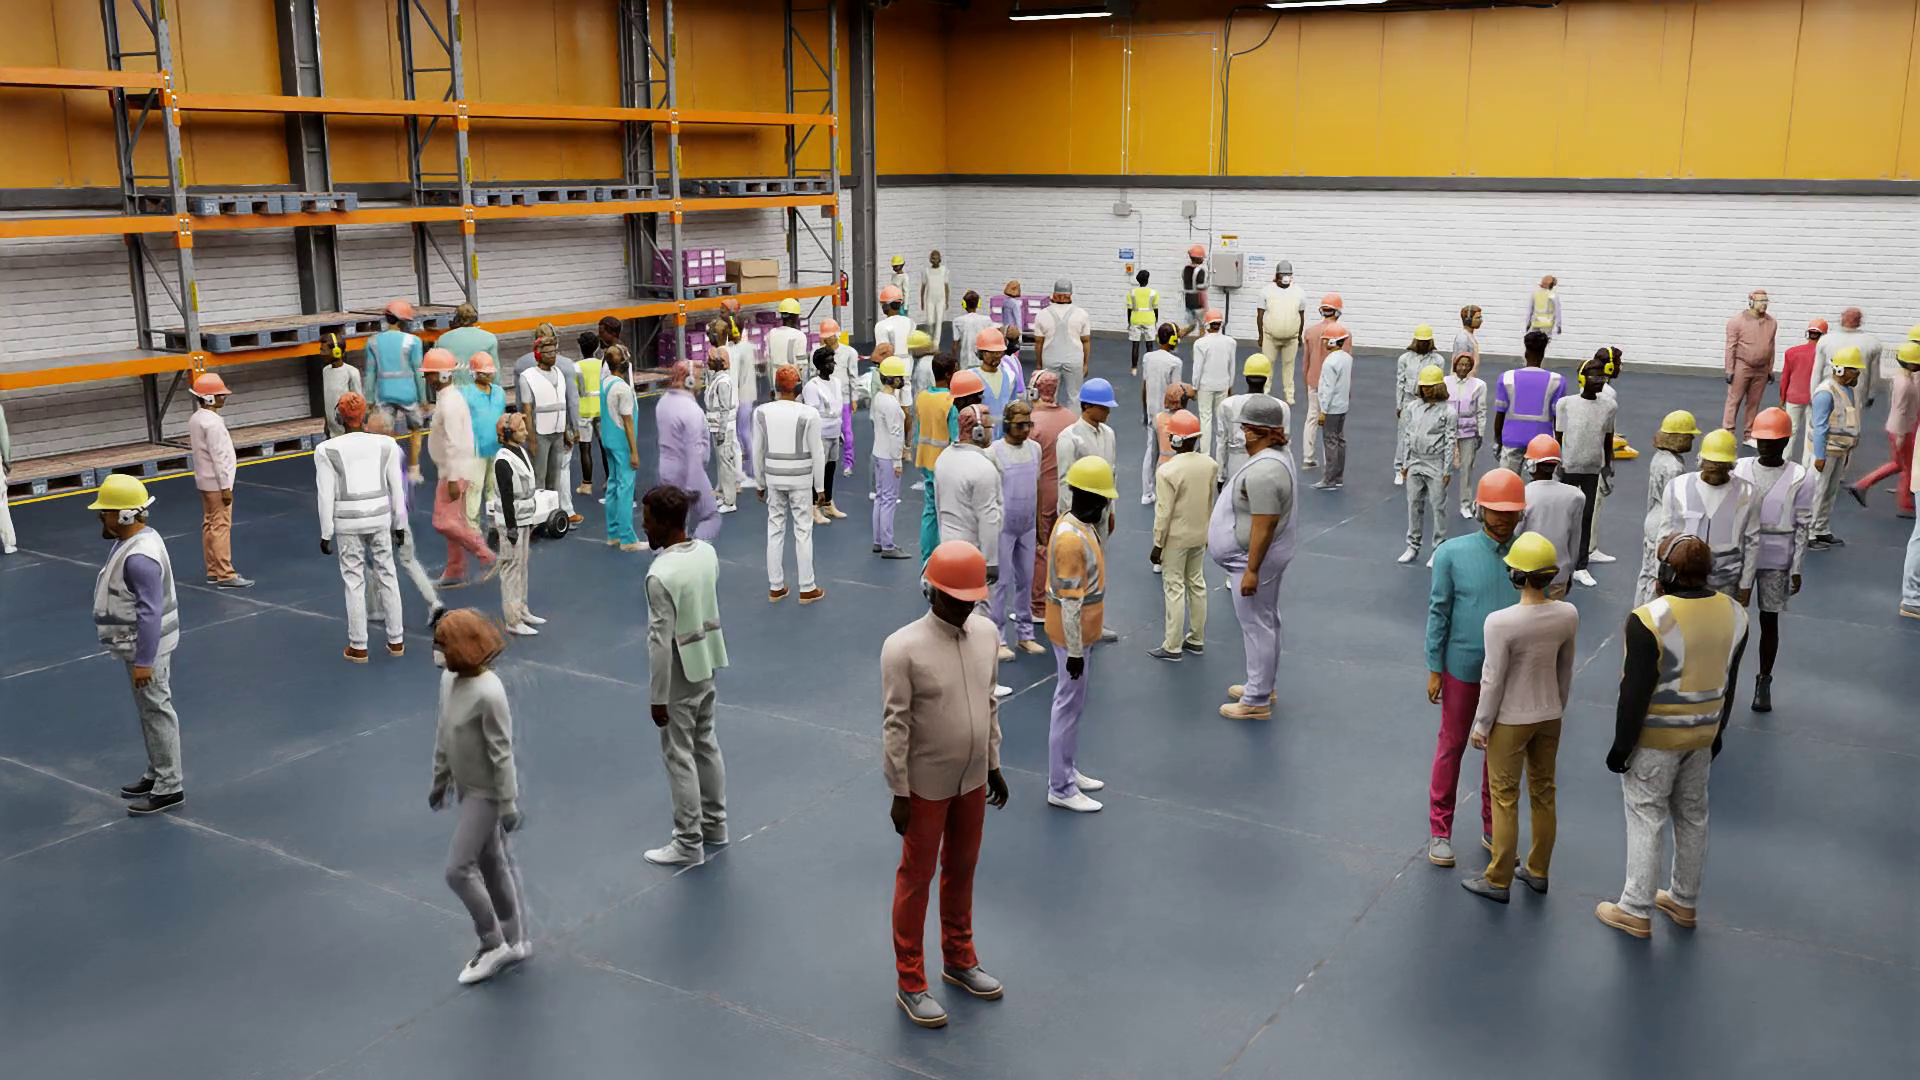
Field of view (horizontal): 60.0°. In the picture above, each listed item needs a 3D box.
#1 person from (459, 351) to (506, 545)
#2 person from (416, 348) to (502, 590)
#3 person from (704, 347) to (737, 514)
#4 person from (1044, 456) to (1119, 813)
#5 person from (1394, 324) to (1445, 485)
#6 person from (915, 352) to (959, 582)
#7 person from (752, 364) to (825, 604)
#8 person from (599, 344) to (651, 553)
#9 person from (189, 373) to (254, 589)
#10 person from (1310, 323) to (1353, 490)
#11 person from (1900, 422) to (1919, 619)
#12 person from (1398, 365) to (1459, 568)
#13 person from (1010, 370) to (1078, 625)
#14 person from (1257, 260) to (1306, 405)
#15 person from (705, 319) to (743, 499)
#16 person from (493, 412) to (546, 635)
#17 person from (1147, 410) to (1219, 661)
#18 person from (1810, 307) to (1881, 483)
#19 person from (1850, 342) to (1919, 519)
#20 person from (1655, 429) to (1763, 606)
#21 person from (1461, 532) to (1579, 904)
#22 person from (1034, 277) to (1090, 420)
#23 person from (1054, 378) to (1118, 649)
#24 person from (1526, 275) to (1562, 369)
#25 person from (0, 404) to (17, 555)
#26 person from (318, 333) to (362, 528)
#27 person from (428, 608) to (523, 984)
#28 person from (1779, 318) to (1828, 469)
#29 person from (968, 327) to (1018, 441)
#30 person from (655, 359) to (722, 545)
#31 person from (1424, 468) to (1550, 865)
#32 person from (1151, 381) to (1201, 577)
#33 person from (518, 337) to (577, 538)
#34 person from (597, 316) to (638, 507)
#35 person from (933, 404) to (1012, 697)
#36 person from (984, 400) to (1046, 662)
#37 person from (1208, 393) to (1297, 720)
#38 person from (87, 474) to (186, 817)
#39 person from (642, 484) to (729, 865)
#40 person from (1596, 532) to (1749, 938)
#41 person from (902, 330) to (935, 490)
[{"bbox_3d":[-4.283,-0.834,15.054,0.342,1.749,0.573,8,15,31],"label":"person"},{"bbox_3d":[-4.060,-0.560,13.357,0.516,1.982,0.637,-4,13,-15],"label":"person"},{"bbox_3d":[-2.352,-1.083,16.382,0.308,1.641,0.514,-4,13,-15],"label":"person"},{"bbox_3d":[0.650,0.493,8.938,0.385,1.915,0.594,2,13,7],"label":"person"},{"bbox_3d":[4.883,-1.432,17.694,0.484,1.735,0.340,3,13,12],"label":"person"},{"bbox_3d":[-0.146,-0.568,13.538,0.391,1.920,0.593,-9,16,-35],"label":"person"},{"bbox_3d":[-1.331,-0.434,13.033,0.584,1.882,0.337,4,14,16],"label":"person"},{"bbox_3d":[-2.997,-0.812,14.754,0.334,1.846,0.513,-10,16,-36],"label":"person"},{"bbox_3d":[-6.035,-0.483,13.529,0.326,1.752,0.560,-10,17,-38],"label":"person"},{"bbox_3d":[3.920,-1.410,17.548,0.330,1.751,0.564,8,15,32],"label":"person"},{"bbox_3d":[7.423,-0.397,12.627,0.378,1.996,0.611,8,15,33],"label":"person"},{"bbox_3d":[3.994,-0.630,14.215,0.328,1.734,0.482,-11,17,-40],"label":"person"},{"bbox_3d":[0.606,-0.321,12.494,0.407,1.906,0.654,11,17,40],"label":"person"},{"bbox_3d":[4.536,-2.917,23.458,0.682,2.000,0.537,0,13,1],"label":"person"},{"bbox_3d":[-2.435,-1.337,17.035,0.331,1.844,0.521,6,14,23],"label":"person"},{"bbox_3d":[-3.263,-0.125,12.228,0.309,1.641,0.515,-1,13,-2],"label":"person"},{"bbox_3d":[1.540,-0.035,11.575,0.562,1.756,0.318,-11,17,-40],"label":"person"},{"bbox_3d":[9.616,-1.597,18.100,0.655,1.868,0.910,7,15,28],"label":"person"},{"bbox_3d":[9.103,-1.062,16.094,0.647,1.723,0.544,6,14,26],"label":"person"},{"bbox_3d":[4.658,0.203,10.403,0.592,1.825,0.403,6,14,24],"label":"person"},{"bbox_3d":[2.629,0.831,7.799,0.525,1.772,0.309,-6,14,-23],"label":"person"},{"bbox_3d":[1.246,-2.170,20.219,0.672,2.000,0.536,1,13,6],"label":"person"},{"bbox_3d":[0.915,-0.191,11.857,0.417,1.939,0.608,11,17,41],"label":"person"},{"bbox_3d":[9.287,-3.392,26.416,0.418,1.628,0.555,-10,16,-37],"label":"person"},{"bbox_3d":[-8.560,-0.650,14.502,0.515,1.640,0.315,-9,16,-34],"label":"person"},{"bbox_3d":[-5.779,-1.007,15.560,0.531,1.865,0.310,8,15,31],"label":"person"},{"bbox_3d":[-2.091,1.082,7.034,0.483,1.613,0.516,-10,16,-36],"label":"person"},{"bbox_3d":[9.284,-1.556,18.218,0.575,1.740,0.354,9,16,33],"label":"person"},{"bbox_3d":[0.257,-0.808,14.306,0.605,2.044,0.375,-8,15,-31],"label":"person"},{"bbox_3d":[-2.172,-0.512,13.379,0.496,1.883,0.638,-11,17,-39],"label":"person"},{"bbox_3d":[2.591,0.627,8.187,0.609,1.995,0.376,0,13,-2],"label":"person"},{"bbox_3d":[1.795,-0.497,13.841,0.309,1.641,0.512,-11,17,-40],"label":"person"},{"bbox_3d":[-3.835,-0.963,15.407,0.388,1.847,0.563,6,14,25],"label":"person"},{"bbox_3d":[-3.418,-1.271,16.585,0.382,1.918,0.596,-6,14,-23],"label":"person"},{"bbox_3d":[0.089,0.066,10.813,0.399,1.909,0.642,-7,15,-28],"label":"person"},{"bbox_3d":[0.372,-0.069,11.564,0.511,1.836,0.357,-9,16,-35],"label":"person"},{"bbox_3d":[1.815,0.095,10.395,0.537,2.000,0.688,4,14,18],"label":"person"},{"bbox_3d":[-4.381,0.550,8.875,0.404,1.833,0.590,-7,15,-29],"label":"person"},{"bbox_3d":[-1.353,0.667,8.208,0.388,1.911,0.592,4,14,17],"label":"person"},{"bbox_3d":[3.168,0.871,7.464,0.636,1.842,0.429,-5,14,-21],"label":"person"},{"bbox_3d":[-0.334,-1.338,17.368,0.521,1.699,0.516,2,13,8],"label":"person"}]
